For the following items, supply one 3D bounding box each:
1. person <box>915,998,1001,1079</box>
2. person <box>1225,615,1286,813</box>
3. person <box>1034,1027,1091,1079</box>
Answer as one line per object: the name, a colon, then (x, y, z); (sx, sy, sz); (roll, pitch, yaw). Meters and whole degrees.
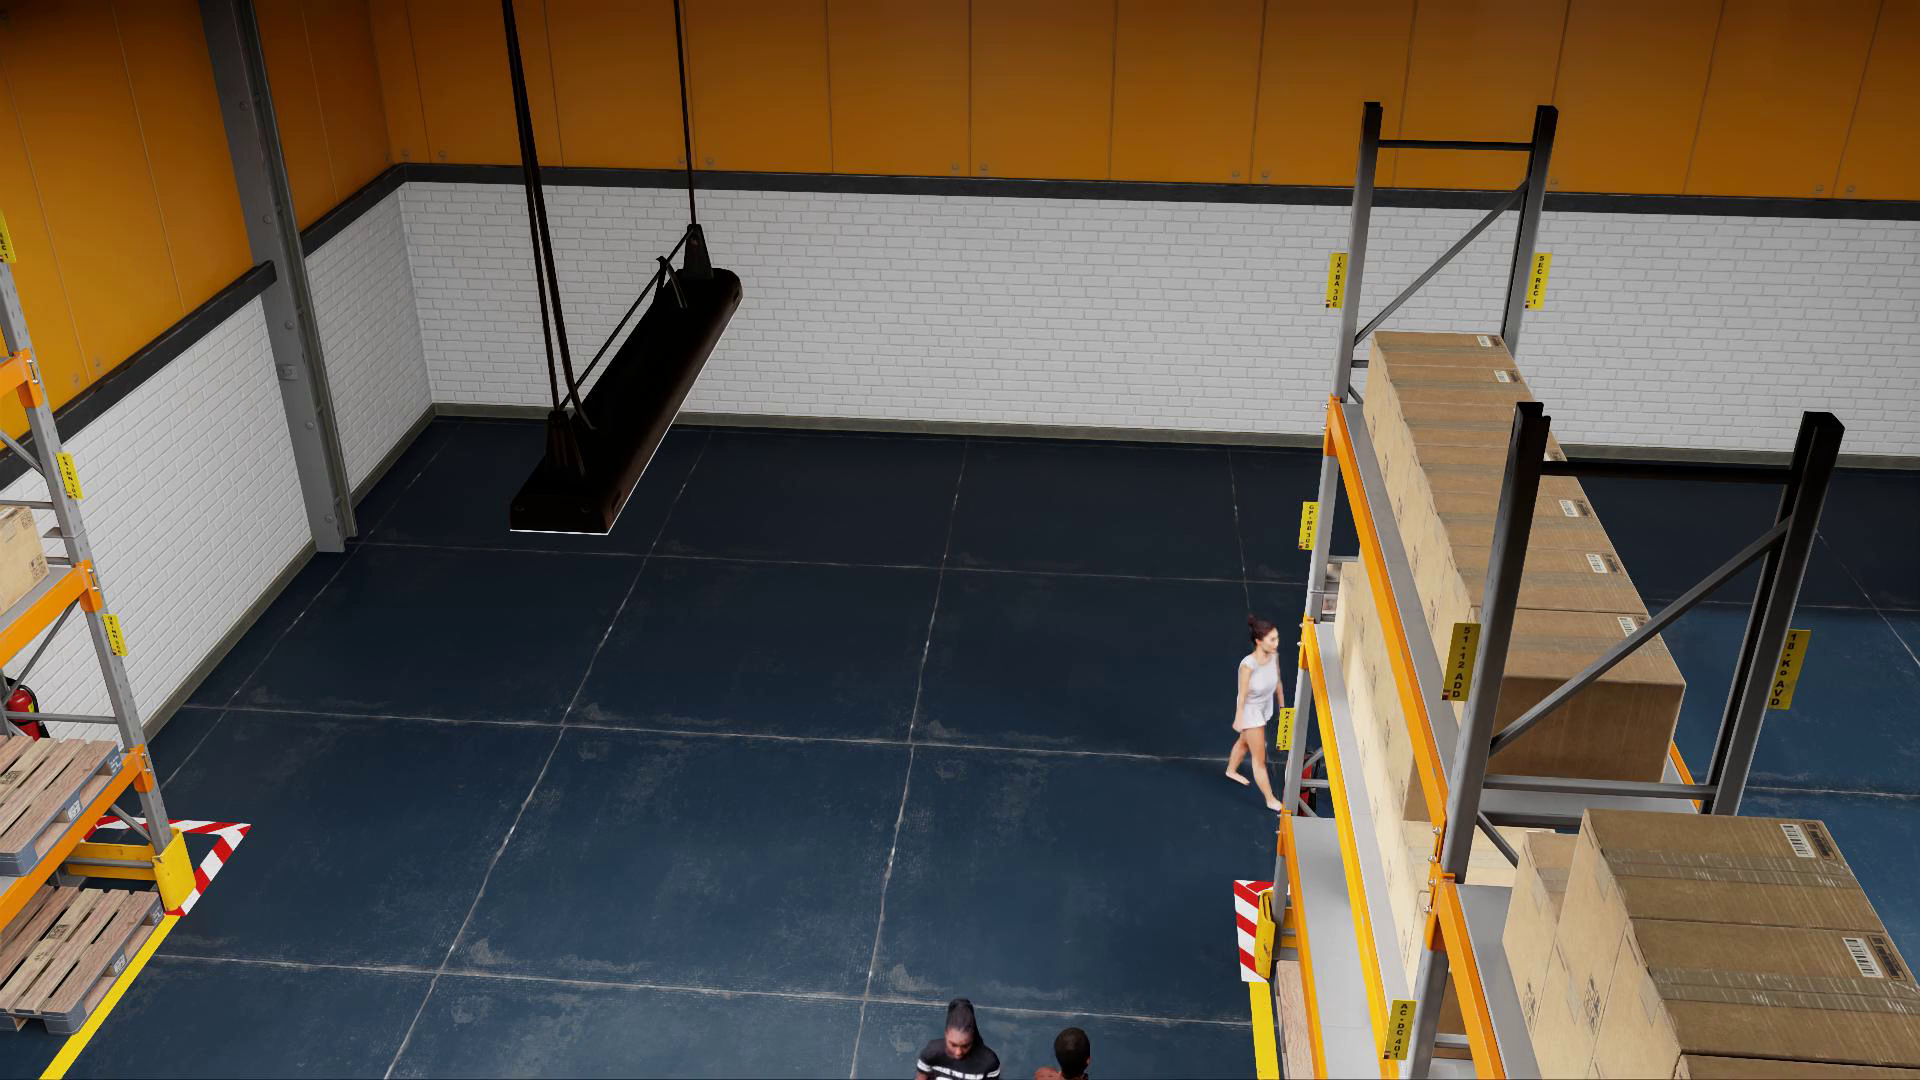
person: (0.013, 3.239, 9.420); (0.730, 1.715, 0.843); (9, 30, 16)
person: (2.259, 1.307, 13.102); (0.972, 1.581, 0.956); (25, 37, 38)
person: (0.516, 3.426, 9.032); (0.815, 1.759, 0.878); (18, 34, 30)
